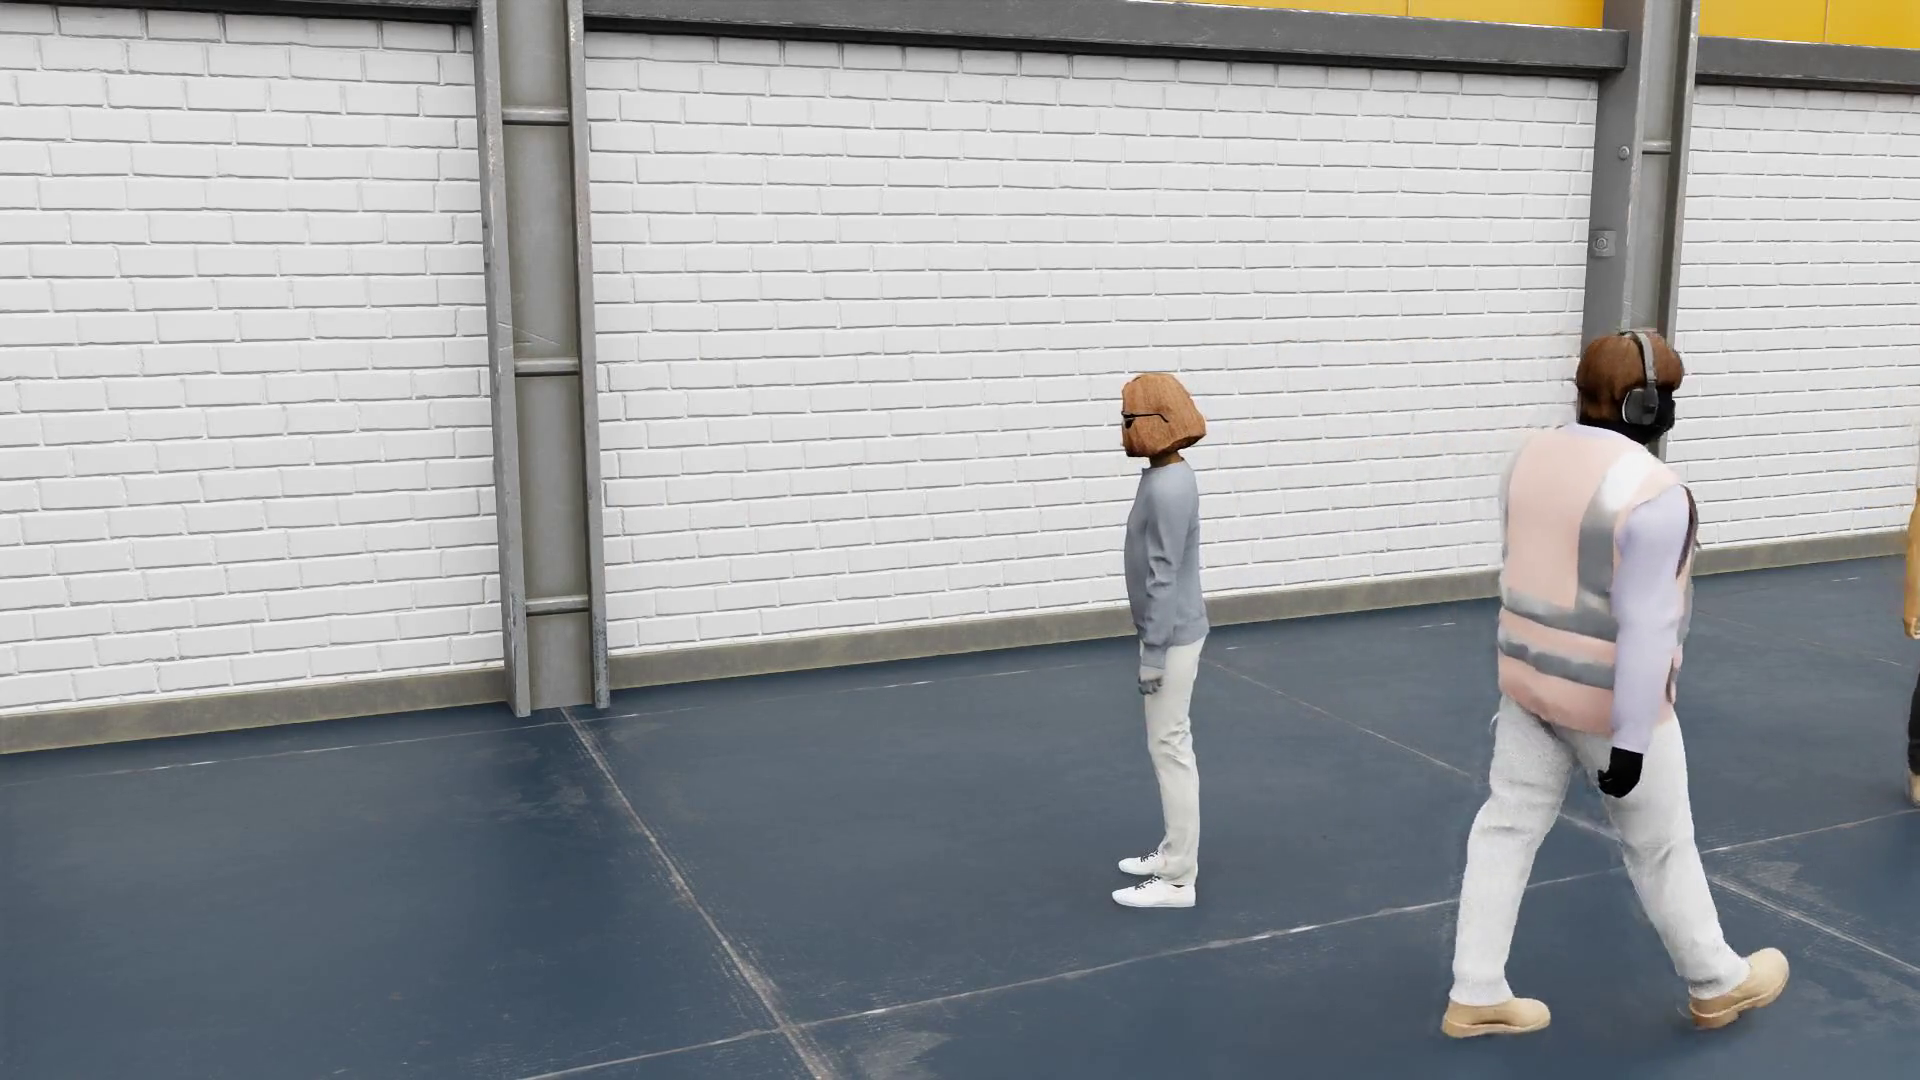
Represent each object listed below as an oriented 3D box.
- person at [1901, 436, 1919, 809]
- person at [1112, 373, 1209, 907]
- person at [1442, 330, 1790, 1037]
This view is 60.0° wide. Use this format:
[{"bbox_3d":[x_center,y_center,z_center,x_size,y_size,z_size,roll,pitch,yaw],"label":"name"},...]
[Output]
[{"bbox_3d":[3.408,0.138,5.541,0.527,1.802,0.987,3,11,16],"label":"person"},{"bbox_3d":[0.614,0.305,5.072,0.280,1.624,0.494,1,10,5],"label":"person"},{"bbox_3d":[1.667,0.380,4.180,0.932,1.799,0.627,-4,11,-20],"label":"person"}]
